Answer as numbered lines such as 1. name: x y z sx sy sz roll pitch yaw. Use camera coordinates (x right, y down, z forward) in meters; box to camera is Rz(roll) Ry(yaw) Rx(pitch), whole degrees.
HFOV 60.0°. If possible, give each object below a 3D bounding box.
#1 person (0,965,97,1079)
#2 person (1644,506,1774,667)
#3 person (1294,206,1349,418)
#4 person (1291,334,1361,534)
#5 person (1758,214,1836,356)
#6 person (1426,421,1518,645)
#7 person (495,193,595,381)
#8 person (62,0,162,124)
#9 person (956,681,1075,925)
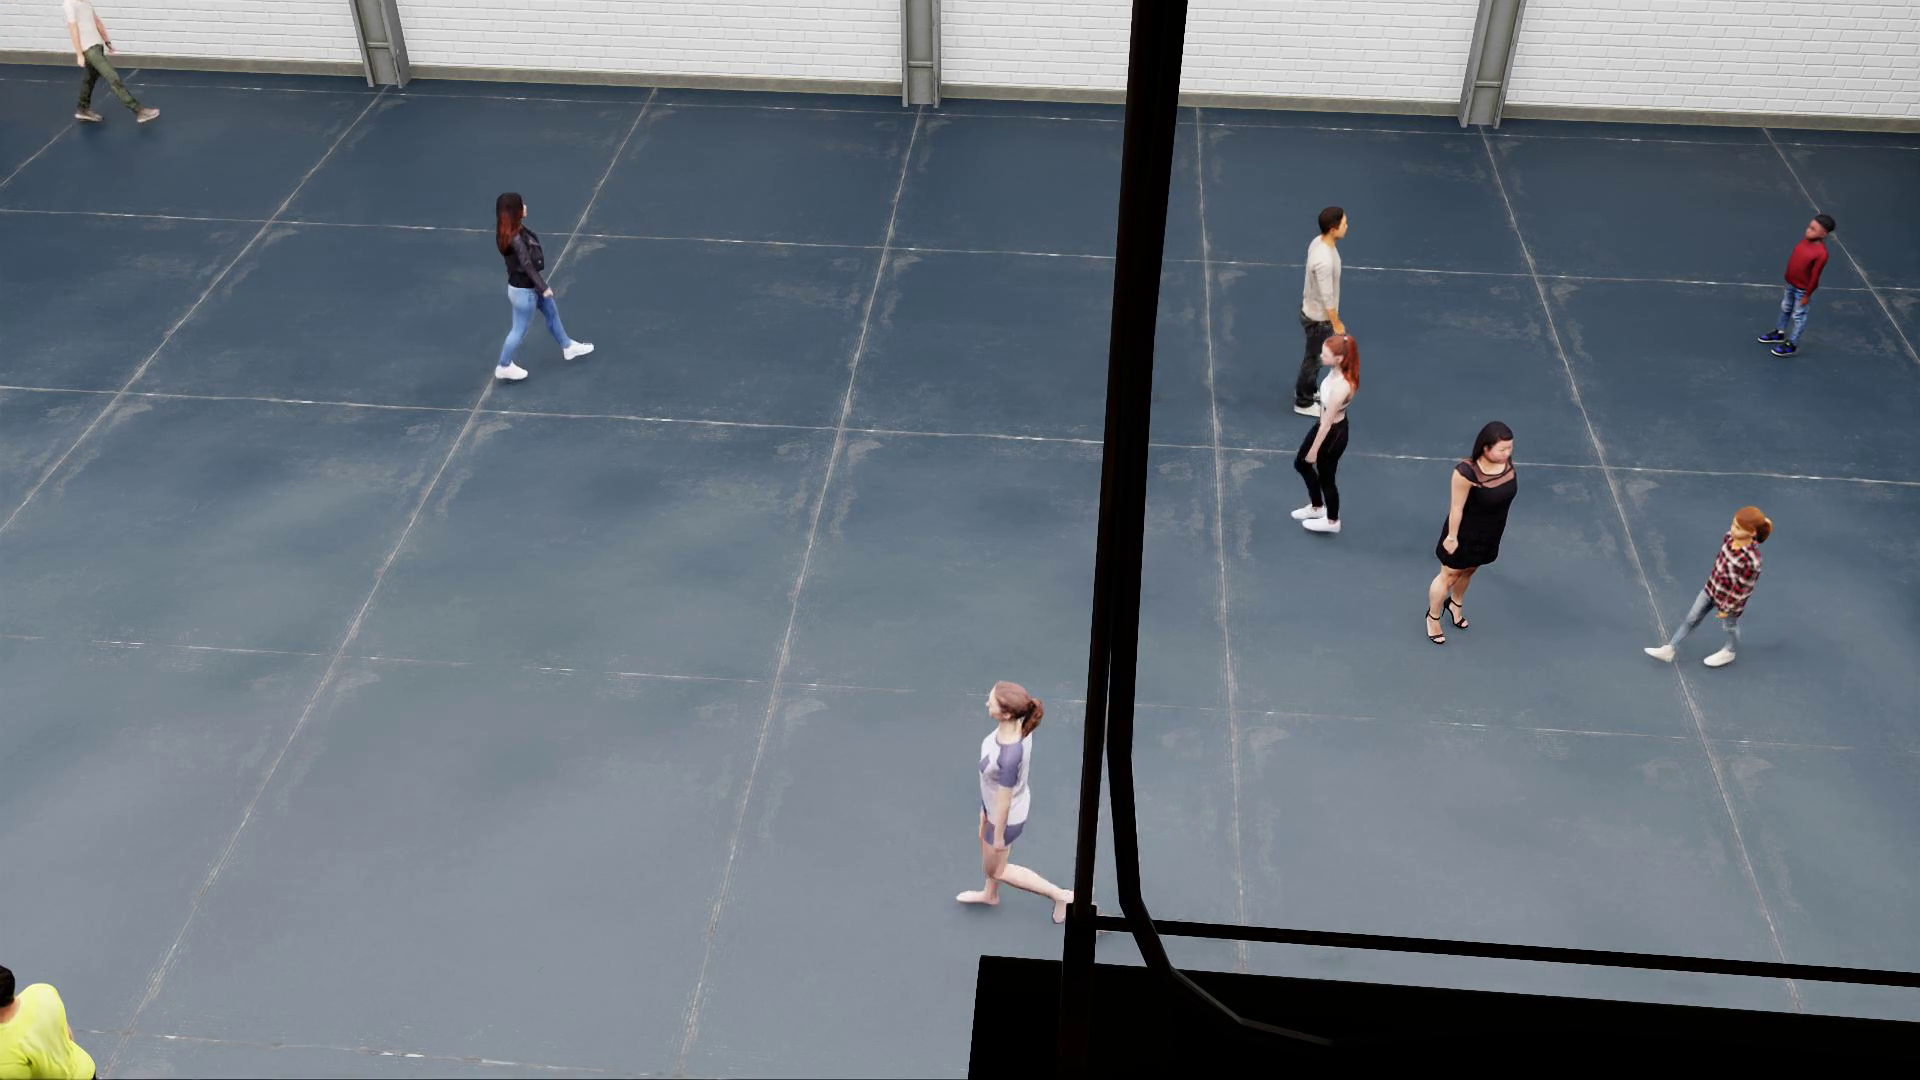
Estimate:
1. person: -4.180 2.511 7.707 0.525 1.706 0.608 2 39 2
2. person: 5.031 0.333 10.780 0.929 1.274 0.704 -9 39 -11
3. person: 2.762 -1.773 12.991 0.618 1.807 0.679 6 39 8
4. person: 2.703 -0.703 11.715 0.645 1.728 0.641 9 39 11
5. person: 7.047 -2.148 13.904 0.559 1.254 0.547 -8 39 -9
6. person: 3.349 -0.062 10.920 0.742 1.718 0.818 -23 44 -26
7. person: -3.576 -2.009 13.456 1.166 1.595 0.924 -13 41 -16
8. person: -9.101 -5.084 17.295 1.167 1.610 0.673 -1 39 -1
9. person: 0.319 1.467 8.984 0.910 1.746 0.600 6 39 7
